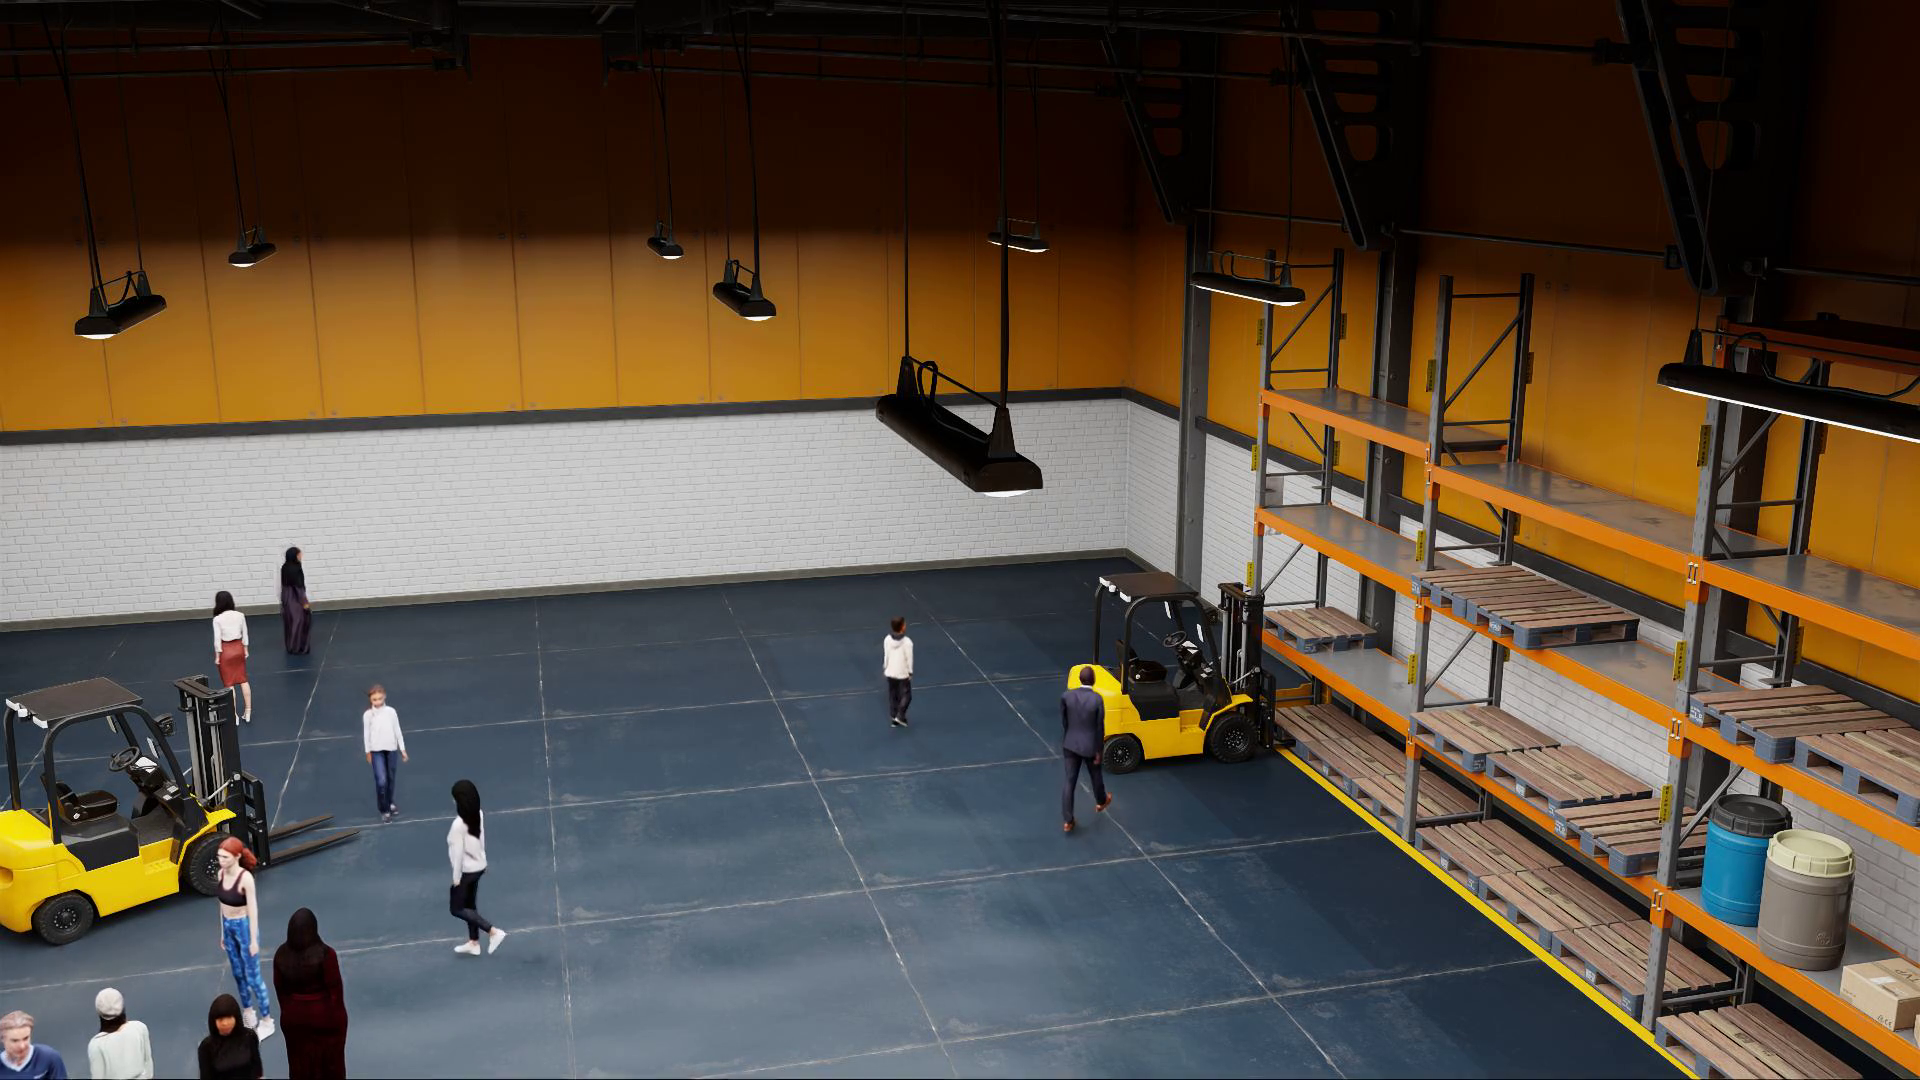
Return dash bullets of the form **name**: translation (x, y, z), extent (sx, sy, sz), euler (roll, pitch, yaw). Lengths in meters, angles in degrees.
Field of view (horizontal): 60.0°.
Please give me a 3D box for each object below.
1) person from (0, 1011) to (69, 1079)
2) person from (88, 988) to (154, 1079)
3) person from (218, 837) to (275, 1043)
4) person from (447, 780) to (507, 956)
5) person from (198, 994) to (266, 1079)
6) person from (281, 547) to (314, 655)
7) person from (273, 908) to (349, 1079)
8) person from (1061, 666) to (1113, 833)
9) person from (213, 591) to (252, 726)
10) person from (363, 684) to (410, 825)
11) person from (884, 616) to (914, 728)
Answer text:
- **person**: translation (-6.141, 3.927, 10.979), extent (0.771, 1.840, 0.946), euler (-5, 14, -19)
- **person**: translation (-5.837, 3.874, 11.612), extent (0.675, 1.647, 0.645), euler (10, 17, 36)
- **person**: translation (-5.934, 3.287, 13.746), extent (0.654, 1.782, 0.716), euler (8, 16, 30)
- **person**: translation (-4.385, 3.008, 15.109), extent (0.851, 1.683, 0.829), euler (2, 14, 8)
- **person**: translation (-5.066, 3.882, 11.613), extent (0.667, 1.630, 0.716), euler (-9, 16, -32)
- **person**: translation (-9.733, 0.849, 24.226), extent (0.740, 1.589, 0.872), euler (8, 16, 31)
- **person**: translation (-4.878, 3.596, 12.523), extent (0.737, 1.757, 0.716), euler (1, 14, 4)
- **person**: translation (1.282, 2.277, 17.922), extent (1.150, 1.780, 1.266), euler (6, 15, 24)
- **person**: translation (-9.295, 1.496, 21.210), extent (0.712, 1.750, 0.678), euler (10, 17, 35)
- **person**: translation (-6.371, 2.305, 18.327), extent (0.695, 1.536, 0.855), euler (-10, 17, -35)
- **person**: translation (-0.810, 1.692, 21.050), extent (0.722, 1.446, 0.776), euler (6, 15, 24)
